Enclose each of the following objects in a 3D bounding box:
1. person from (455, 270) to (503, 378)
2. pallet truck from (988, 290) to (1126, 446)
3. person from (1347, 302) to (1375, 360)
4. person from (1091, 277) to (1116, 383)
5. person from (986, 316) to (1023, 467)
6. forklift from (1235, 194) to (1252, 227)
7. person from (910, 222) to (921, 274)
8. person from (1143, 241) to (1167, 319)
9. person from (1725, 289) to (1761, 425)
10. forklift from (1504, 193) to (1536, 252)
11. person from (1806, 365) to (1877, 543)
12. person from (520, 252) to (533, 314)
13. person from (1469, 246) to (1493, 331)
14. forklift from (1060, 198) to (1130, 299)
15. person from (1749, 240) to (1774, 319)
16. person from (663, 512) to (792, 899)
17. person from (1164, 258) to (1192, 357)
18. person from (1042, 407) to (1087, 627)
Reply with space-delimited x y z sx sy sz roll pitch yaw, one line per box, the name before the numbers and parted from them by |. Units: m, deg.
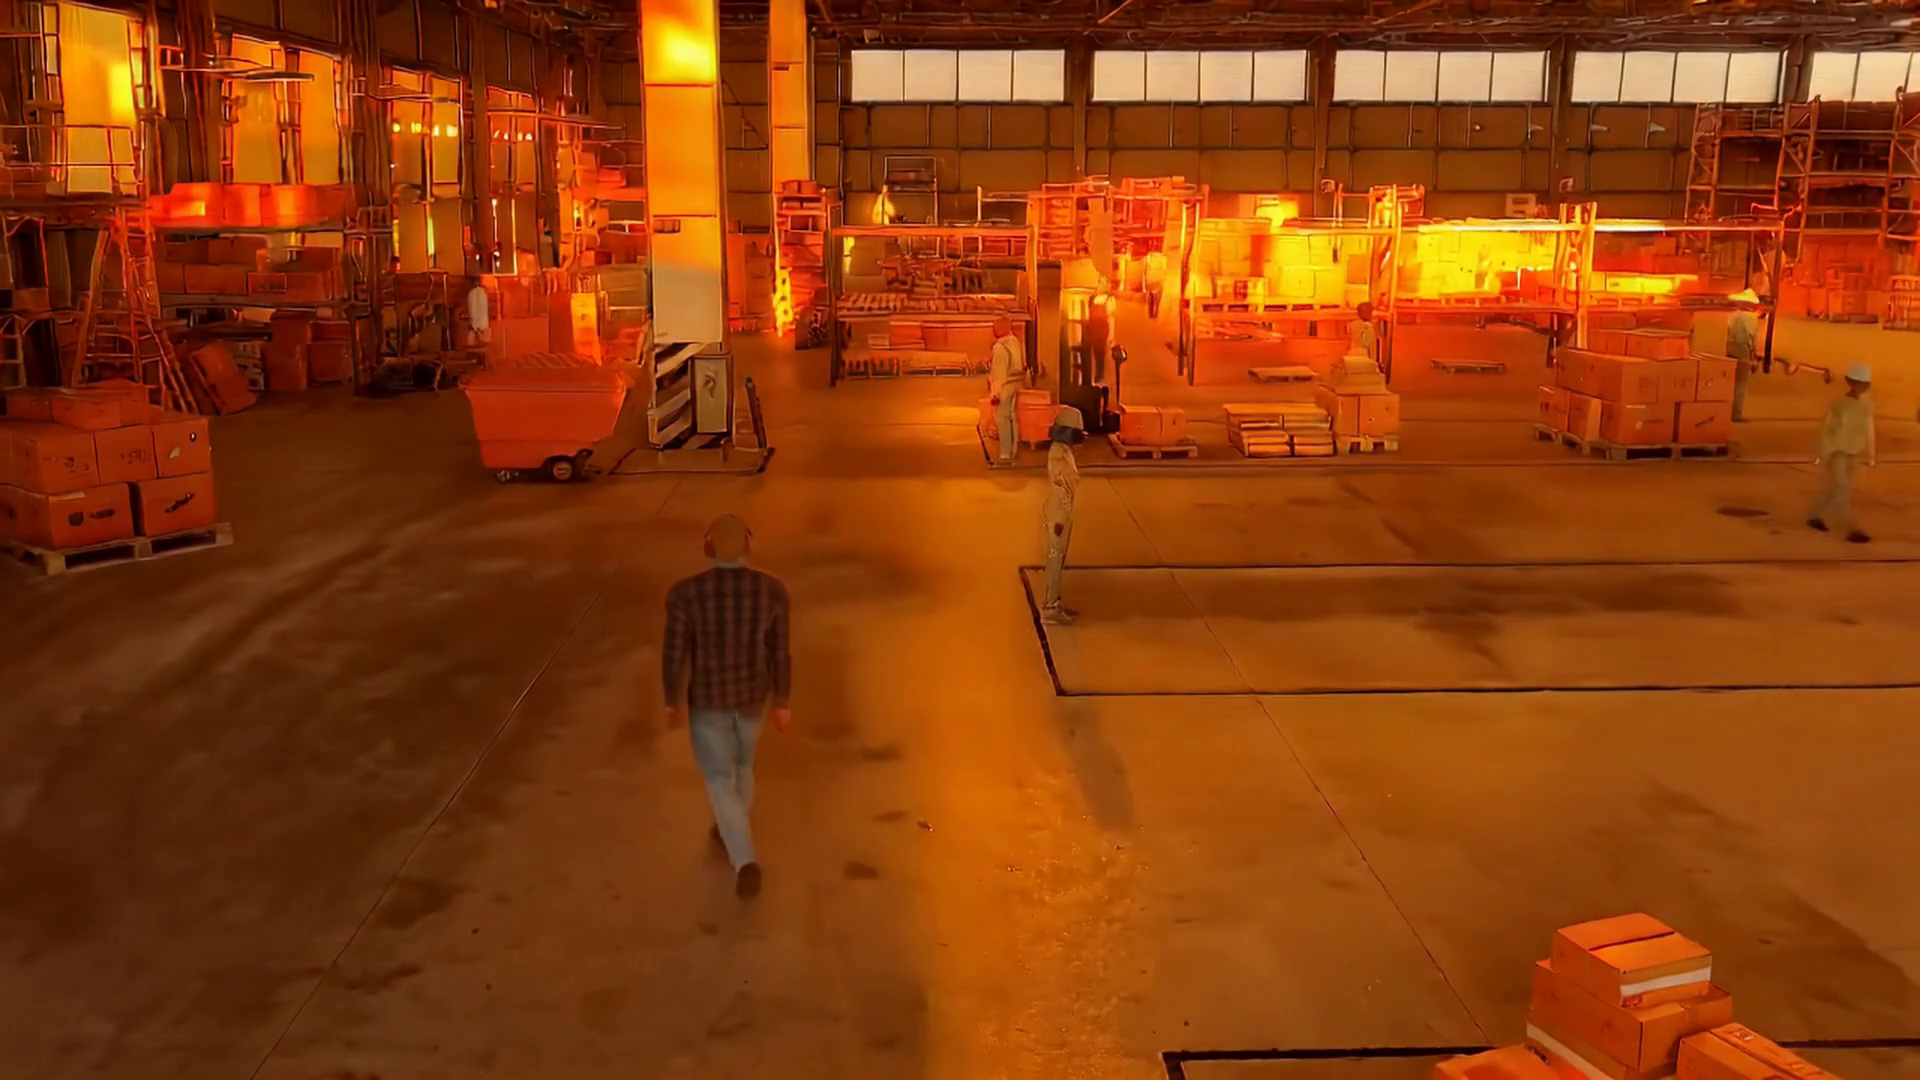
person | -8.318 -3.703 28.729 1.018 1.887 0.545 5 13 20
pallet truck | 1.257 -2.299 22.111 1.885 1.965 0.823 -9 15 -35
person | 5.843 -2.613 24.212 0.317 1.696 0.538 -6 14 -25
person | 2.385 -3.541 28.134 0.525 1.822 0.774 5 14 22
person | 0.537 -1.810 20.273 0.430 1.838 0.624 5 14 23
forklift | 9.319 -9.986 54.809 1.873 2.768 1.129 0 12 -2
person | -1.467 -9.645 55.531 0.354 1.887 0.573 -7 14 -28
person | 4.780 -6.362 40.709 0.572 1.879 0.948 1 13 3
person | 11.110 -2.597 23.650 0.400 1.919 0.582 -4 13 -18
forklift | 19.125 -10.478 57.029 1.129 2.768 1.873 7 14 30
person | 8.691 -0.867 16.305 0.529 1.711 0.941 -4 13 -17
person | -10.590 -6.223 40.666 0.314 1.634 0.515 -7 14 -30
person | 11.794 -5.667 37.501 0.377 1.916 0.600 -2 13 -10
forklift | 3.798 -8.210 46.791 1.873 2.768 1.129 0 12 -2
person | 19.067 -6.179 39.758 0.630 1.928 0.924 8 15 32
person | -1.140 0.805 8.329 0.629 1.905 0.944 -6 14 -27
person | 4.265 -4.506 32.244 0.487 1.921 0.650 5 14 22
person | 0.834 -0.193 13.206 0.328 1.732 0.487 3 13 13
